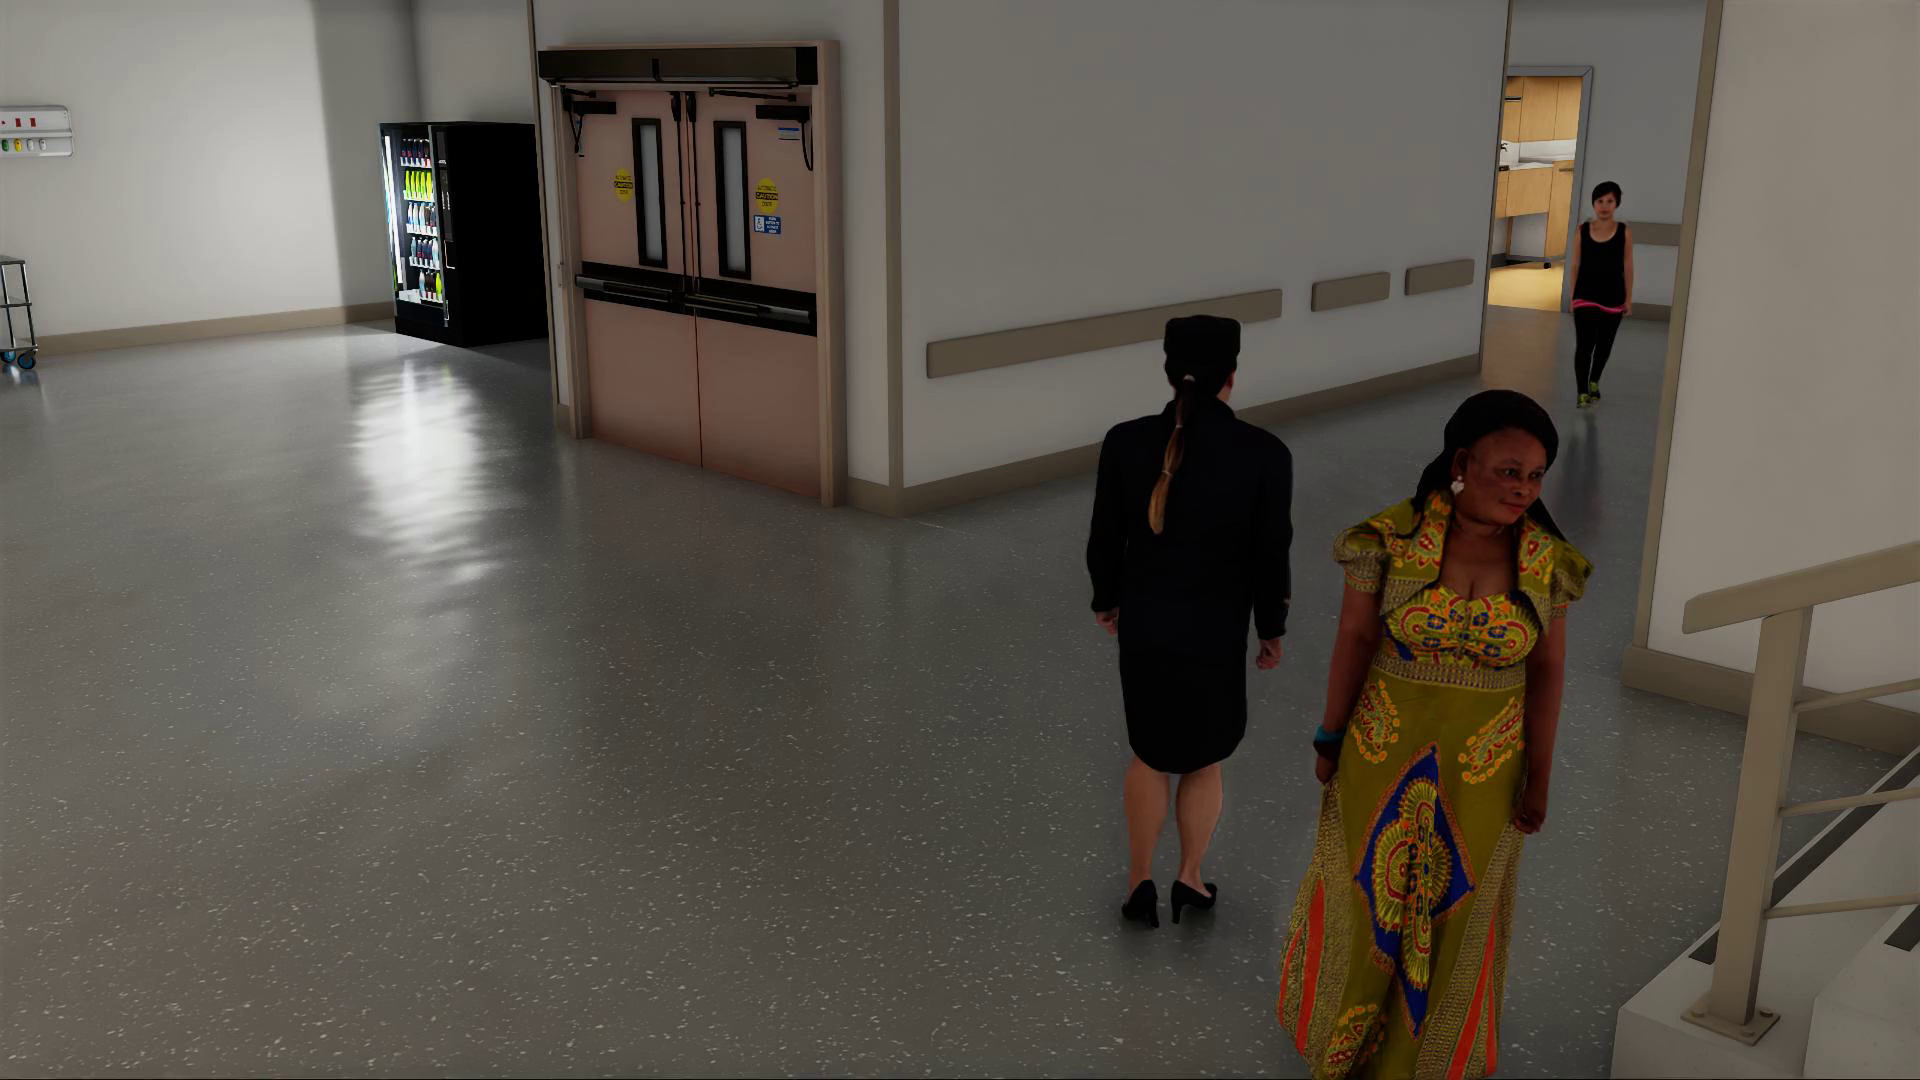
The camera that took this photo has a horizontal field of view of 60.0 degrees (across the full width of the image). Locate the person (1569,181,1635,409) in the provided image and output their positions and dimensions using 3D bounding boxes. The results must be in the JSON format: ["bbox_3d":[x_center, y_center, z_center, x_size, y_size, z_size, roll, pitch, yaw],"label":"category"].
[{"bbox_3d":[4.413,-1.669,11.464,1.036,1.513,0.950,4,16,15],"label":"person"}]

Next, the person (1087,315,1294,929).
[{"bbox_3d":[0.585,0.250,4.369,0.719,1.669,0.859,5,17,19],"label":"person"}]

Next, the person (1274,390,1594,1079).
[{"bbox_3d":[1.037,0.461,3.686,1.016,1.635,1.075,1,16,4],"label":"person"}]
